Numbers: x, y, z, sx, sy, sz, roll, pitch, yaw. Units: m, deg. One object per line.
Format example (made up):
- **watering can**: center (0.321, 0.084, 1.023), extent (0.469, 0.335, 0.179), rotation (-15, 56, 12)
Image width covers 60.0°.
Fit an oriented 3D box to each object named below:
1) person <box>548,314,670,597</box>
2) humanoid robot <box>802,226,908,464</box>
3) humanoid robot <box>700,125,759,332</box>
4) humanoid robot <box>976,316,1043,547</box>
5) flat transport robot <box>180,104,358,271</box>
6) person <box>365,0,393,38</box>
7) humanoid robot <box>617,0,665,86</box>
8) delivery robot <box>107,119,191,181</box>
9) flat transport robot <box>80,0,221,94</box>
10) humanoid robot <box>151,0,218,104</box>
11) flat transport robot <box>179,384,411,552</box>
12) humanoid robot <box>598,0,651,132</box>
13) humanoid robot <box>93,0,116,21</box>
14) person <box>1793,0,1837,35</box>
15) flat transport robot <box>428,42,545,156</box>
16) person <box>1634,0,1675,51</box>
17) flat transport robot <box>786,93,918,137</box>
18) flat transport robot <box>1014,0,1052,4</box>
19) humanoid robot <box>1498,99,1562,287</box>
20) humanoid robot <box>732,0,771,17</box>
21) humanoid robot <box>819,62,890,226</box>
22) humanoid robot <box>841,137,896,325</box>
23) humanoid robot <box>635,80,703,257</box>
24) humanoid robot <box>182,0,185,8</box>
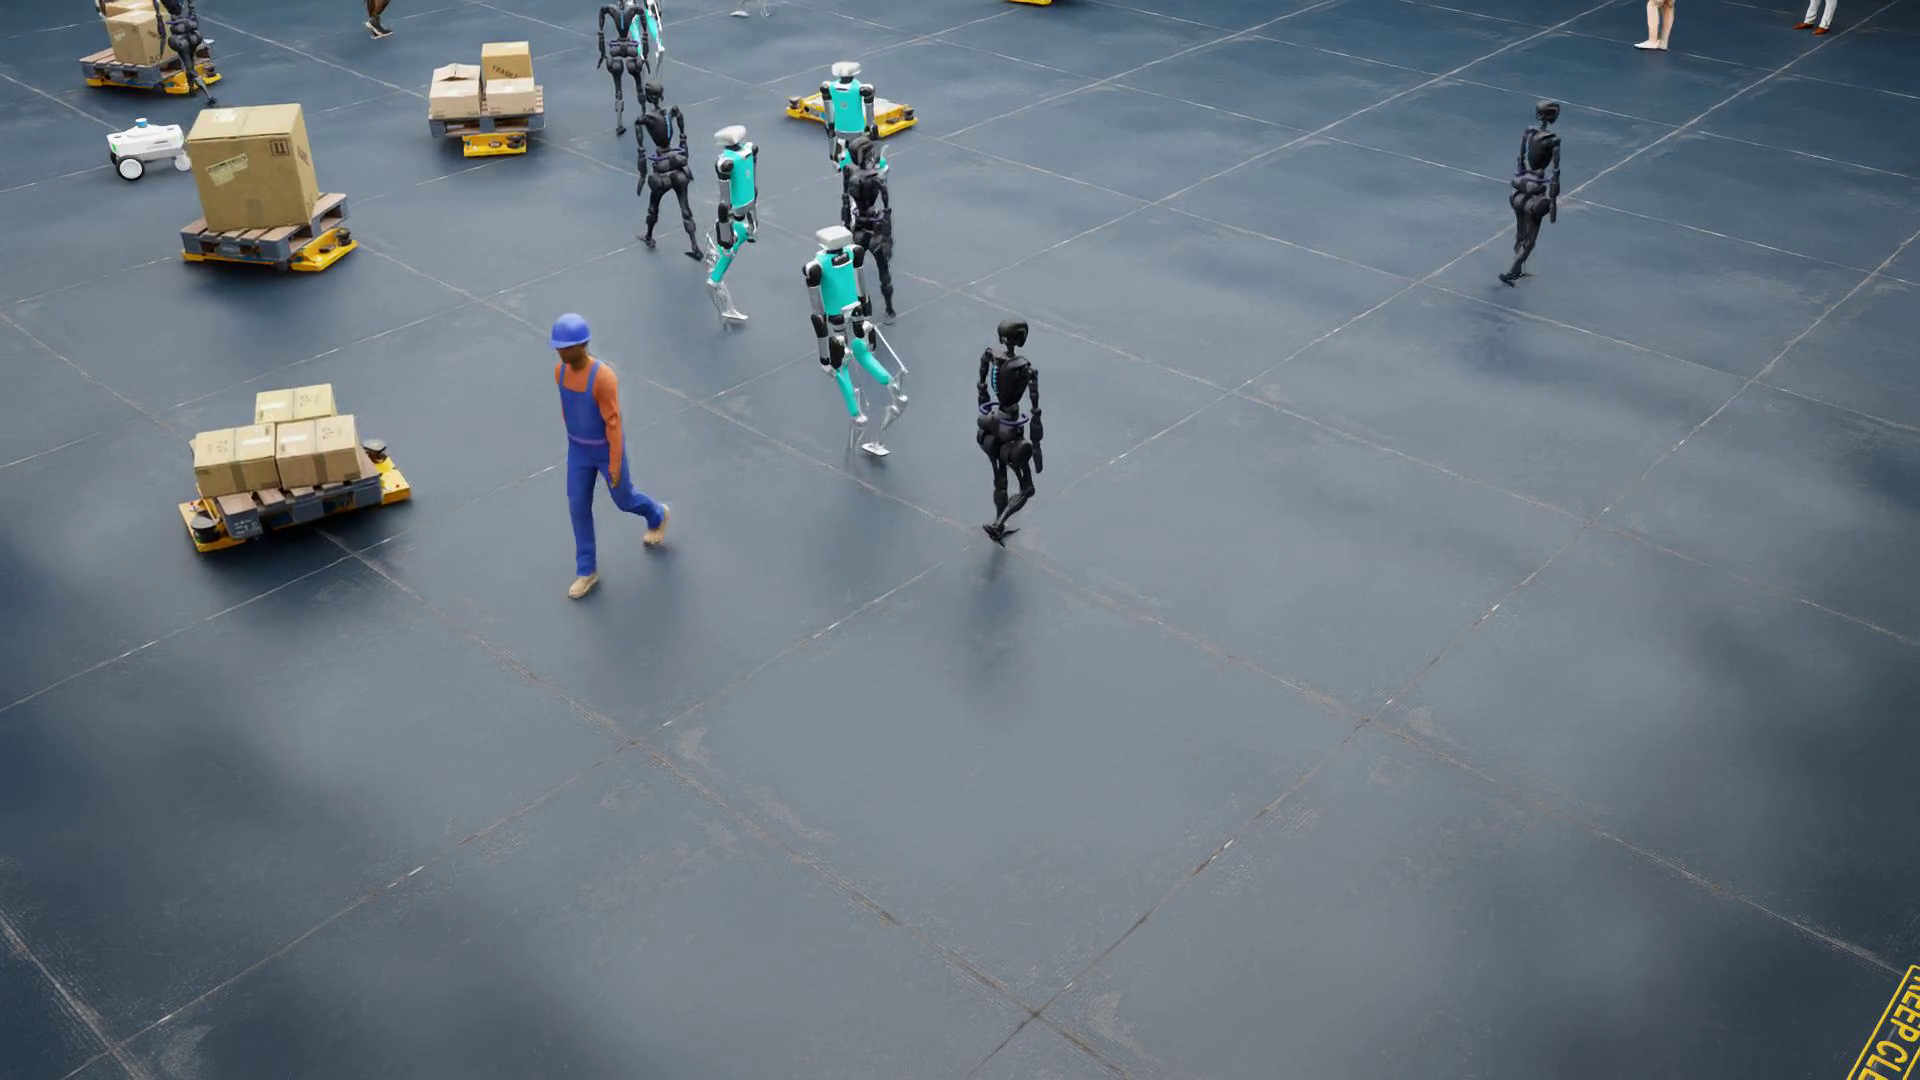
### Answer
- **person**: center (-2.281, -0.621, 10.634), extent (0.517, 1.877, 0.888), rotation (13, 34, 20)
- **humanoid robot**: center (-0.685, -1.278, 11.905), extent (0.775, 1.865, 0.542), rotation (26, 40, 35)
- **humanoid robot**: center (-2.019, -2.580, 13.978), extent (0.700, 1.867, 0.535), rotation (13, 34, 20)
- **humanoid robot**: center (0.258, -0.696, 10.948), extent (0.472, 1.647, 0.600), rotation (-26, 40, -36)
- **flat transport robot**: center (-6.484, -2.786, 15.640), extent (1.431, 0.231, 0.659), rotation (7, 32, 11)
- **person**: center (-7.680, -7.509, 21.667), extent (0.600, 1.938, 0.458), rotation (21, 37, 30)
- **humanoid robot**: center (-3.764, -6.186, 19.774), extent (0.530, 1.802, 0.850), rotation (-11, 33, -17)
- **delivery robot**: center (-8.586, -4.138, 17.544), extent (0.774, 0.592, 0.499), rotation (-17, 36, -25)
- **flat transport robot**: center (-9.842, -5.665, 20.276), extent (1.431, 0.231, 0.659), rotation (9, 33, 14)
- **humanoid robot**: center (-9.070, -5.925, 19.408), extent (0.654, 1.641, 0.590), rotation (13, 34, 20)
- **flat transport robot**: center (-4.666, -0.317, 11.664), extent (1.431, 0.231, 0.659), rotation (-19, 36, -27)
- **humanoid robot**: center (-3.760, -5.406, 18.559), extent (0.601, 1.647, 0.592), rotation (-4, 32, -7)
- **humanoid robot**: center (-10.185, -6.464, 20.207), extent (0.556, 1.746, 1.010), rotation (-20, 37, -28)
- **person**: center (11.504, -7.621, 21.950), extent (0.370, 1.829, 0.503), rotation (-12, 34, -18)
- **flat transport robot**: center (-5.228, -4.593, 18.551), extent (0.659, 0.231, 1.431), rotation (-6, 32, -10)
- **person**: center (9.091, -7.219, 21.297), extent (0.557, 1.833, 0.476), rotation (-14, 35, -22)
- **flat transport robot**: center (-1.242, -4.905, 19.052), extent (1.431, 0.231, 0.659), rotation (21, 38, 30)
- **flat transport robot**: center (1.274, -8.030, 24.085), extent (0.659, 0.231, 1.431), rotation (17, 36, 26)
- **humanoid robot**: center (5.059, -3.070, 14.807), extent (0.475, 1.681, 0.584), rotation (-11, 34, -18)
- **humanoid robot**: center (-2.906, -7.930, 22.632), extent (0.804, 1.887, 0.542), rotation (9, 33, 14)
- **humanoid robot**: center (-0.942, -3.694, 15.717), extent (0.560, 1.732, 1.032), rotation (12, 34, 18)
- **humanoid robot**: center (-0.764, -2.602, 14.016), extent (0.594, 1.638, 0.517), rotation (26, 40, 35)
- **humanoid robot**: center (-2.747, -3.448, 15.402), extent (0.599, 1.624, 0.766), rotation (-28, 41, -37)
- **humanoid robot**: center (-10.971, -8.024, 22.779), extent (0.771, 1.873, 0.569), rotation (20, 37, 29)
